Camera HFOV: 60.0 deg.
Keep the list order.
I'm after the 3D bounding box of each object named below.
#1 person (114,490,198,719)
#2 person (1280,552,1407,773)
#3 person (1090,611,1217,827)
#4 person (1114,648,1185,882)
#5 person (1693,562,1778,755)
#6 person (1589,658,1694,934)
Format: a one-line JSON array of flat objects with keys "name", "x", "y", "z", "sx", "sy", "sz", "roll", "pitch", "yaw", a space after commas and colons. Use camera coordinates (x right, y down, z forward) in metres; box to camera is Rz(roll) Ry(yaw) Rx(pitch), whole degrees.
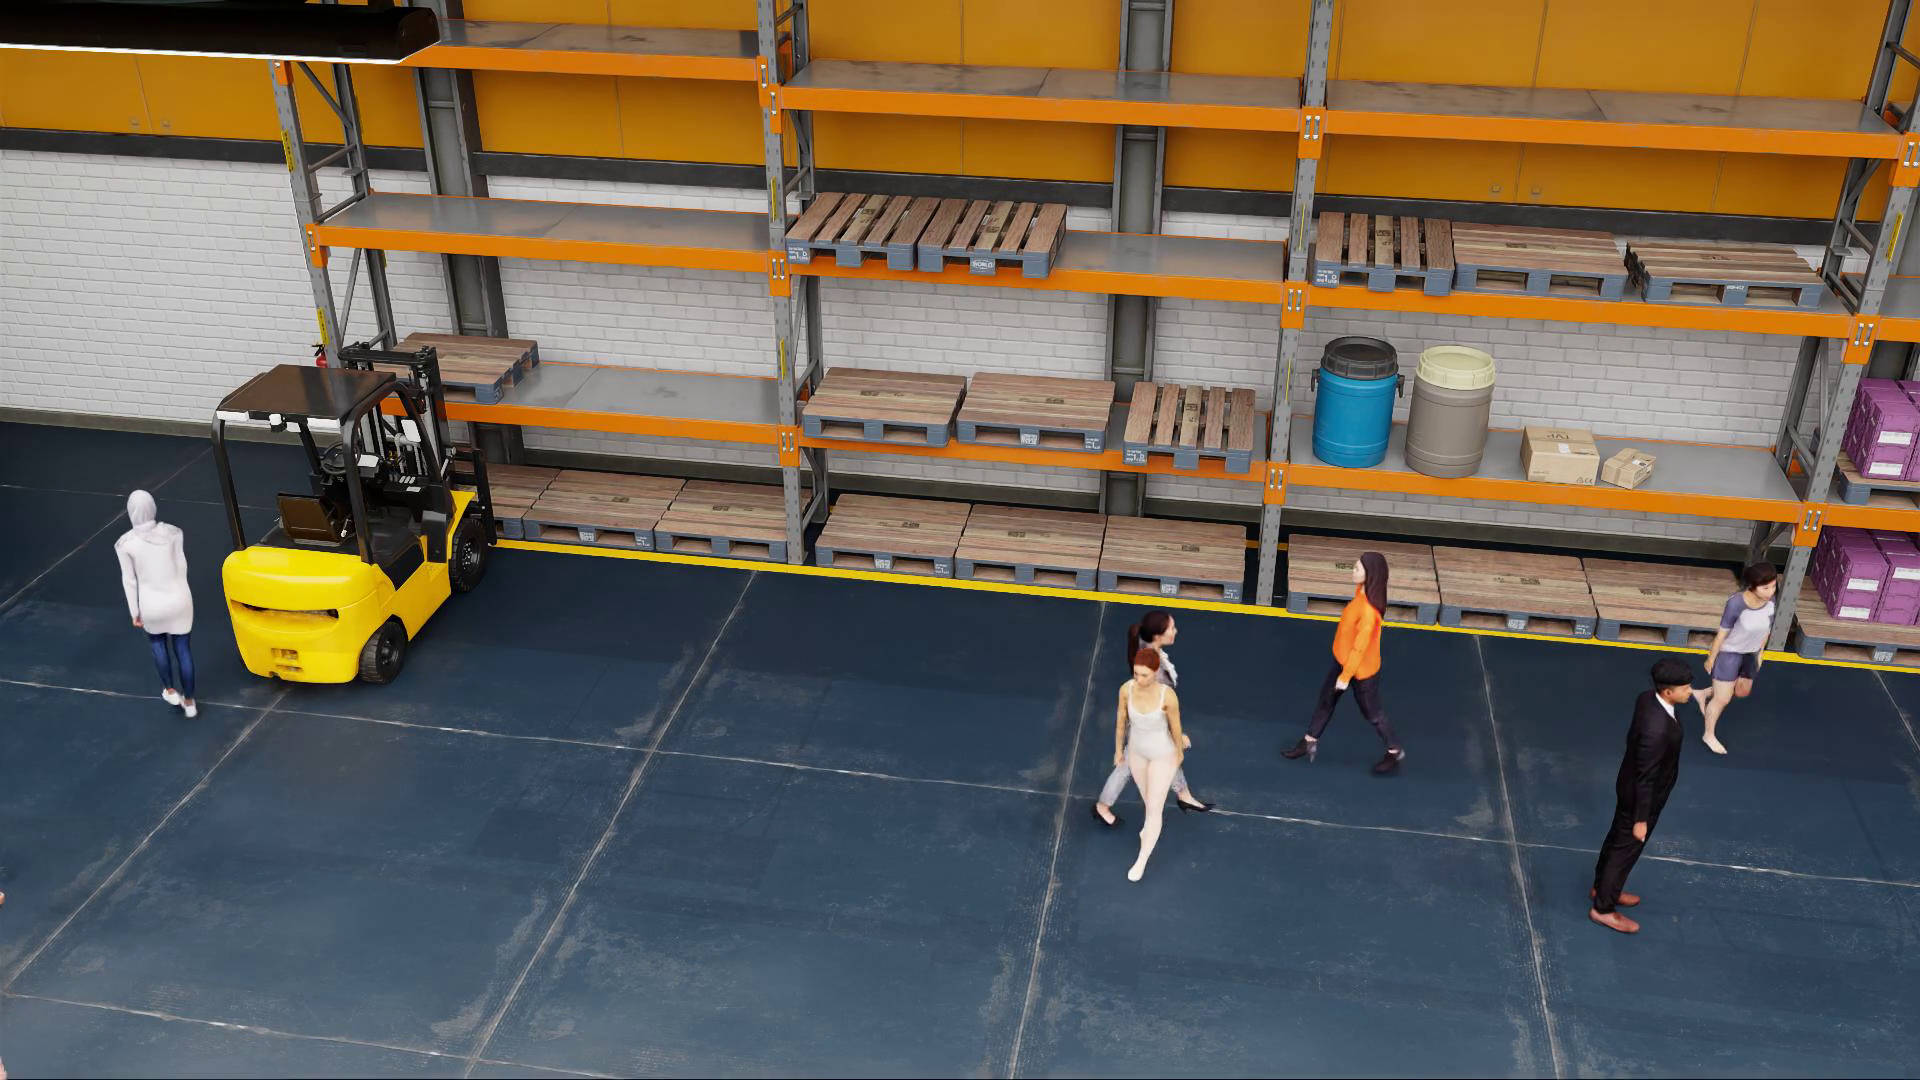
[{"name": "person", "x": -5.714, "y": 0.510, "z": 11.995, "sx": 0.772, "sy": 1.757, "sz": 0.837, "roll": -16, "pitch": 32, "yaw": -26}, {"name": "person", "x": 2.809, "y": 0.889, "z": 11.351, "sx": 1.113, "sy": 1.710, "sz": 0.705, "roll": 2, "pitch": 29, "yaw": 4}, {"name": "person", "x": 1.136, "y": 1.229, "z": 10.816, "sx": 1.108, "sy": 1.623, "sz": 0.725, "roll": 1, "pitch": 29, "yaw": 1}, {"name": "person", "x": 1.253, "y": 1.335, "z": 10.649, "sx": 0.992, "sy": 1.598, "sz": 0.844, "roll": 15, "pitch": 32, "yaw": 25}, {"name": "person", "x": 5.435, "y": 0.763, "z": 11.759, "sx": 0.826, "sy": 1.539, "sz": 0.843, "roll": -11, "pitch": 31, "yaw": -19}, {"name": "person", "x": 4.097, "y": 1.506, "z": 10.040, "sx": 0.599, "sy": 1.881, "sz": 0.734, "roll": 9, "pitch": 30, "yaw": 16}]
